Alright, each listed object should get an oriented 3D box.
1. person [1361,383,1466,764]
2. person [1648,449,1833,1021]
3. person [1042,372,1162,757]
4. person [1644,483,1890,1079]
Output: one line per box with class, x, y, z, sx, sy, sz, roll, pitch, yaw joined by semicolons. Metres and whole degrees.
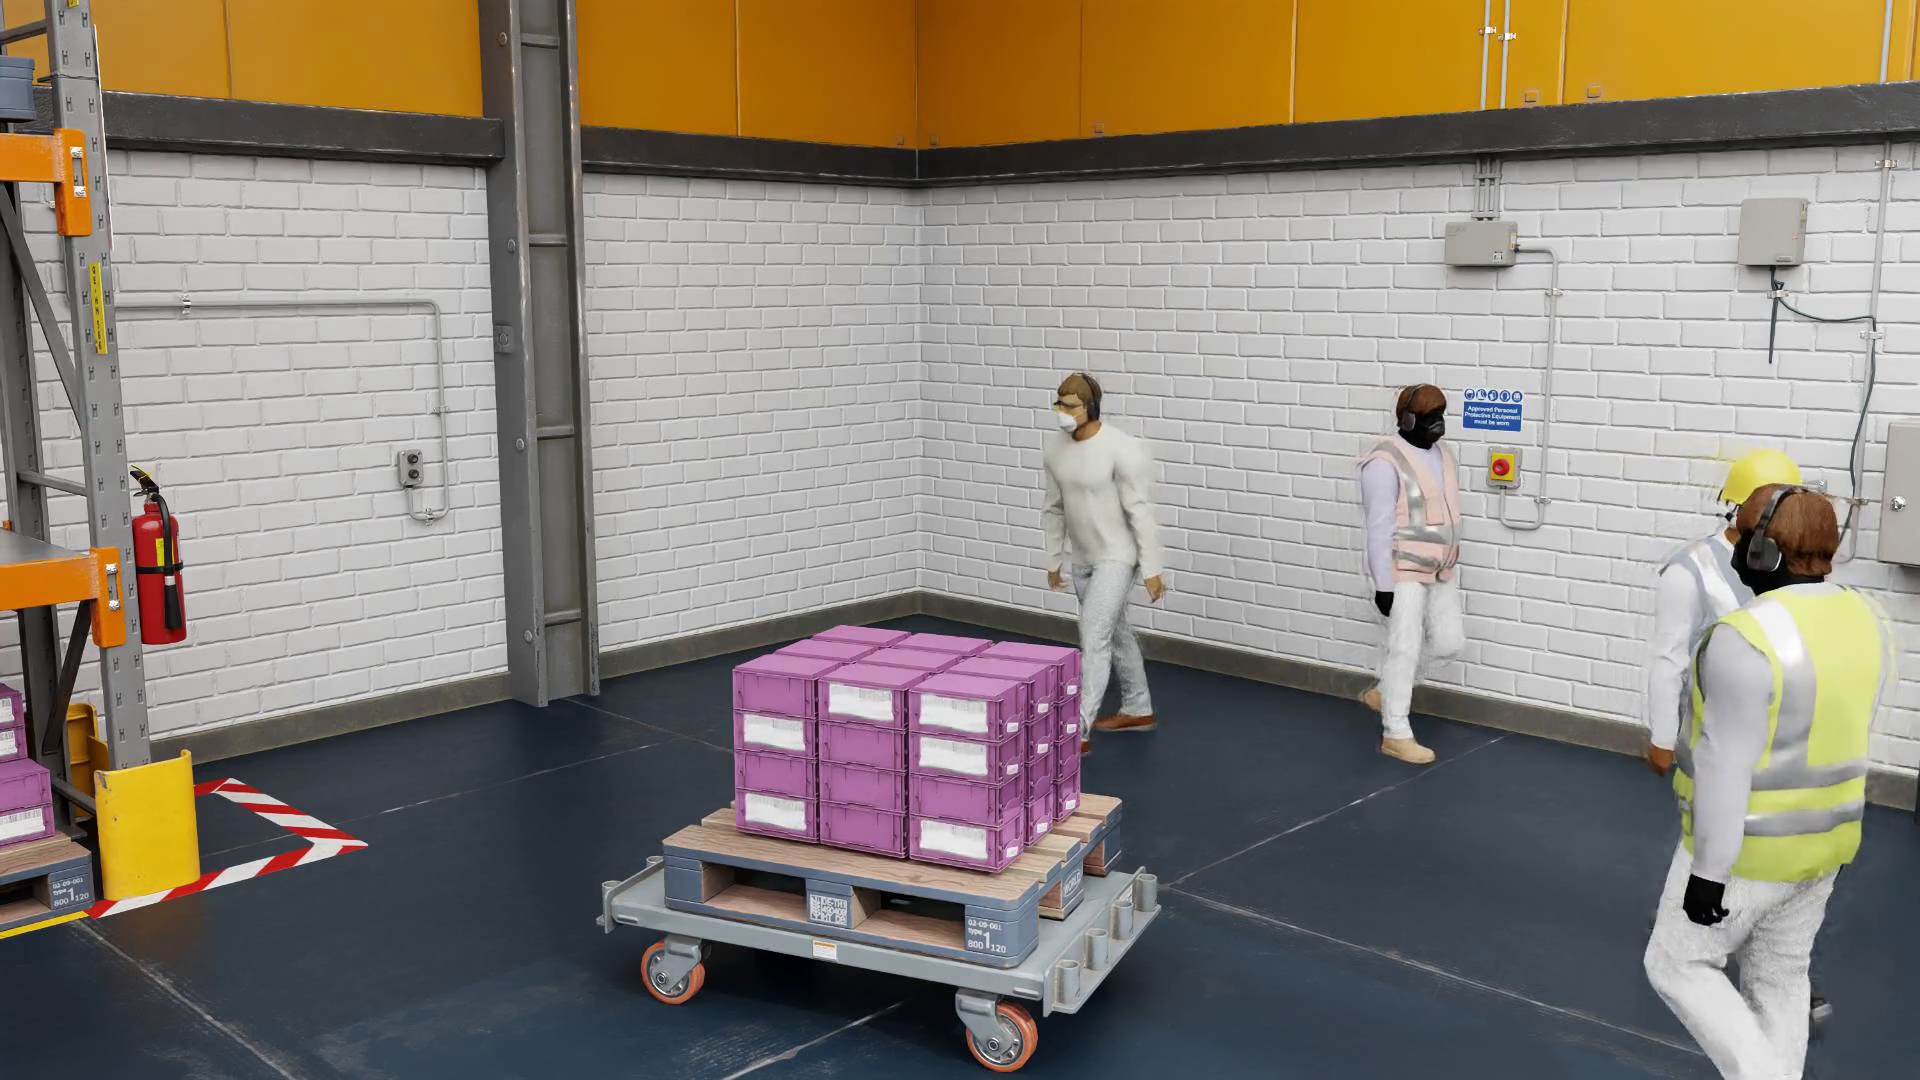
person;2.172;0.157;8.000;0.647;1.824;0.452;-8;12;-39
person;2.587;0.605;5.350;0.603;1.786;0.878;-4;10;-23
person;0.680;0.112;8.194;0.866;1.878;0.650;-7;11;-35
person;2.046;0.768;4.233;0.648;1.831;0.441;-6;11;-31
